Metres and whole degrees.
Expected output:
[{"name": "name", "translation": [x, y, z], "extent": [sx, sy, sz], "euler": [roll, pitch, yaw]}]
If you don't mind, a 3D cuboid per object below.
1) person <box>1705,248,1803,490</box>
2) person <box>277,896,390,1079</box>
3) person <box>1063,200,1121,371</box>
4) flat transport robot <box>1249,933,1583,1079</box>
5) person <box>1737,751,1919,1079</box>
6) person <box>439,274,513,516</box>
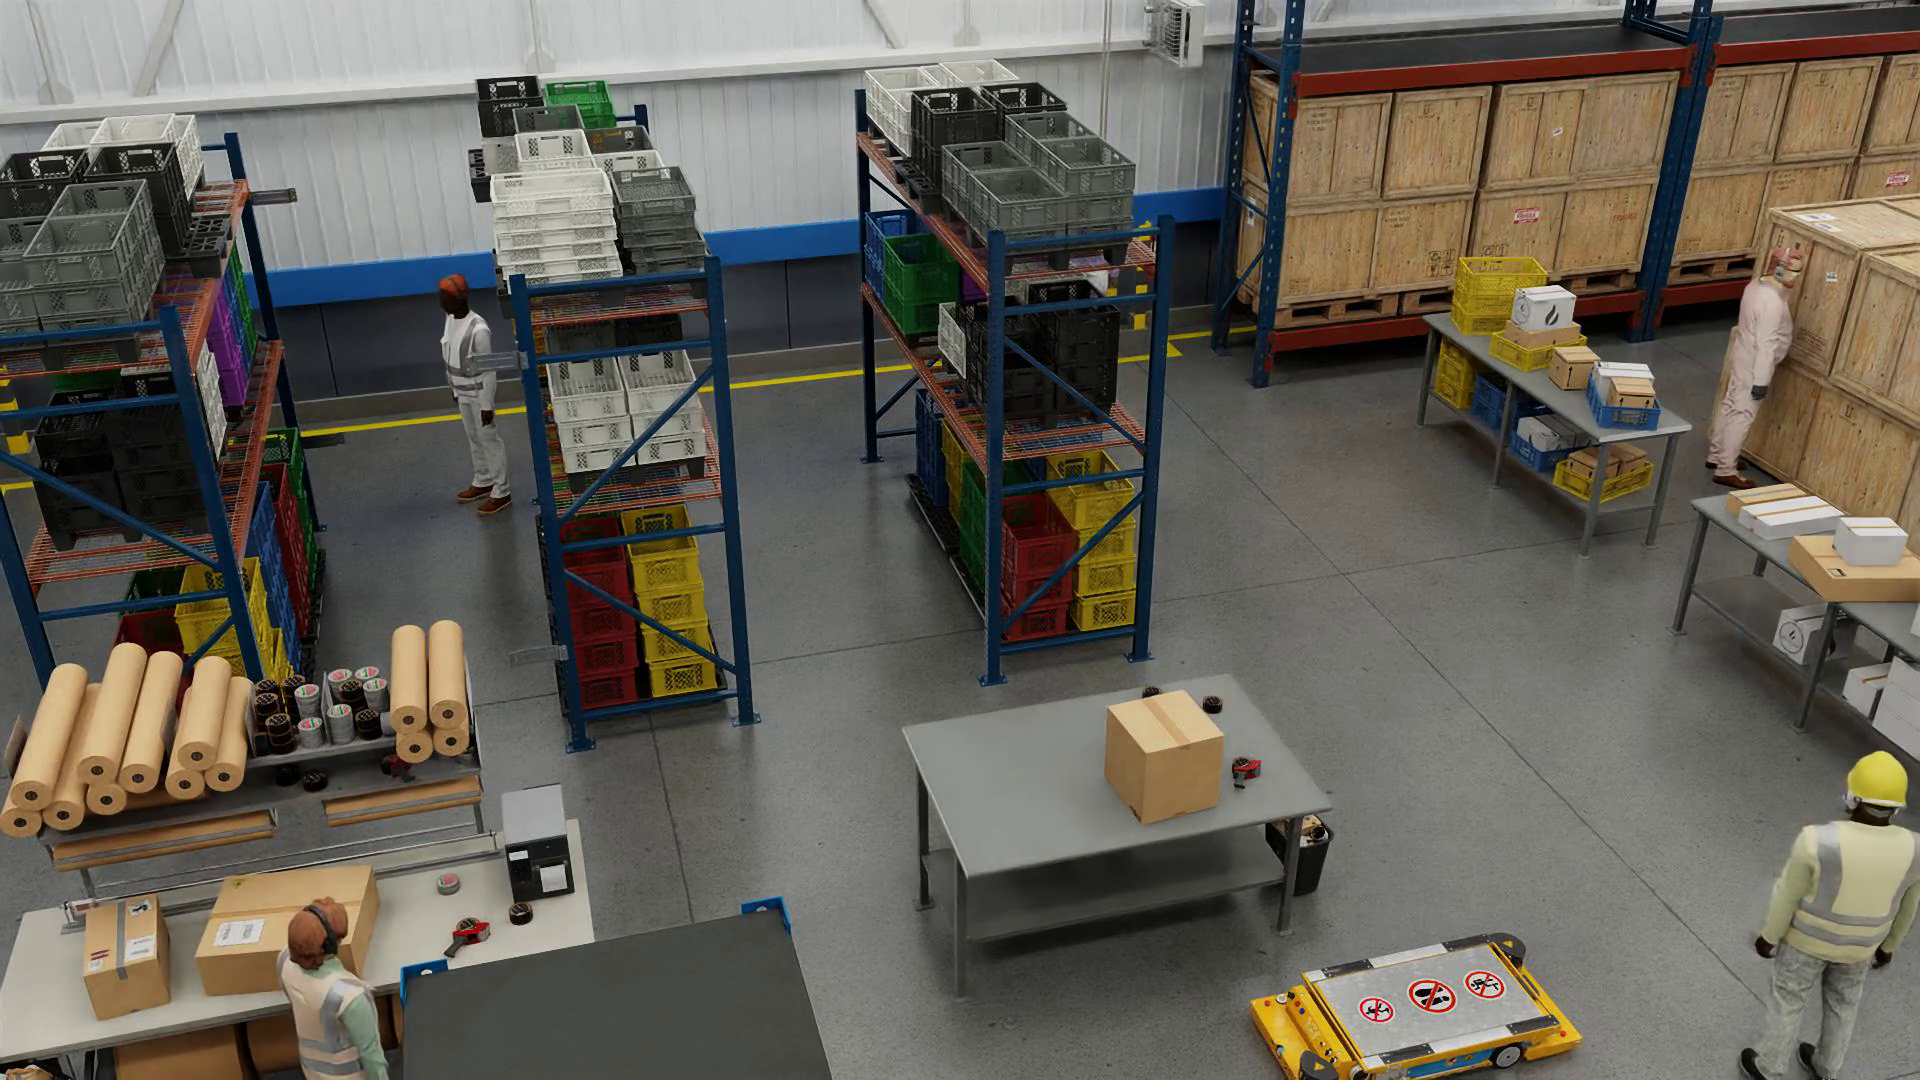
[{"name": "person", "translation": [6.184, -1.345, 12.897], "extent": [0.401, 1.904, 0.646], "euler": [6, 29, 11]}, {"name": "person", "translation": [-2.515, 2.154, 6.810], "extent": [0.514, 1.631, 0.312], "euler": [19, 34, 31]}, {"name": "person", "translation": [1.136, -2.439, 14.865], "extent": [0.632, 1.932, 0.362], "euler": [7, 30, 12]}, {"name": "flat transport robot", "translation": [2.184, 2.282, 7.980], "extent": [1.431, 0.197, 0.652], "euler": [-8, 30, -14]}, {"name": "person", "translation": [3.872, 1.729, 7.389], "extent": [0.602, 1.824, 0.403], "euler": [1, 29, 3]}, {"name": "person", "translation": [-3.654, -1.096, 12.464], "extent": [0.356, 1.885, 0.572], "euler": [-23, 36, -35]}]
